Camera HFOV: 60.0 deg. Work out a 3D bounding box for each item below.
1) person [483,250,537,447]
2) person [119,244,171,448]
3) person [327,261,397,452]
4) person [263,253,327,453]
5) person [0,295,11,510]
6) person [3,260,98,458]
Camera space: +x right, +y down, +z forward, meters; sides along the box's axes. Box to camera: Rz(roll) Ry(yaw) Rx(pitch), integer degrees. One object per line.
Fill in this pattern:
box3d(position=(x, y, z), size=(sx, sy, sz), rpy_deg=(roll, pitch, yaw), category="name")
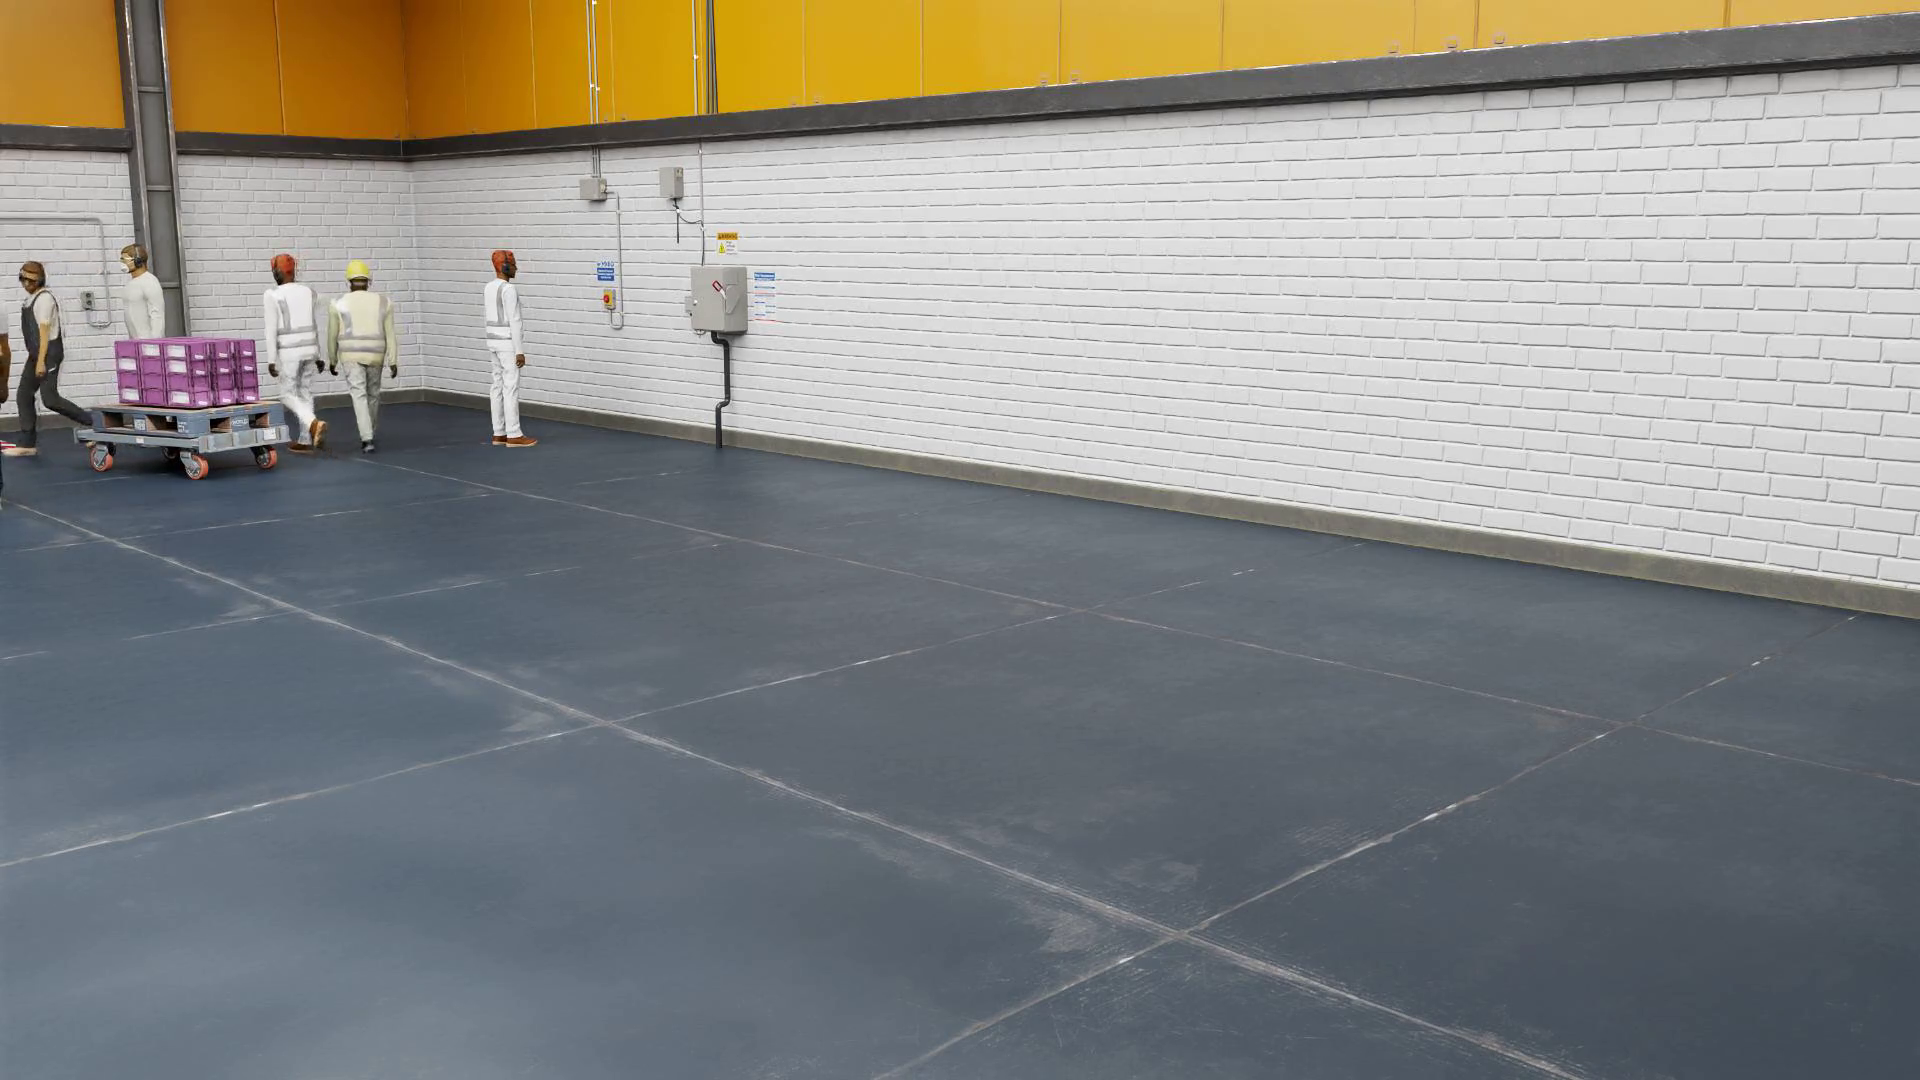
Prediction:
box3d(position=(-4.347, -1.831, 15.963), size=(0.355, 1.883, 0.575), rpy_deg=(-9, 14, -42), category="person")
box3d(position=(-7.822, -1.858, 15.951), size=(0.636, 1.938, 0.358), rpy_deg=(10, 14, 44), category="person")
box3d(position=(-5.643, -1.730, 15.704), size=(0.593, 1.789, 0.946), rpy_deg=(-7, 12, -32), category="person")
box3d(position=(-6.039, -1.690, 15.252), size=(0.651, 1.863, 0.601), rpy_deg=(7, 12, 33), category="person")
box3d(position=(-7.423, -1.251, 12.366), size=(0.680, 2.000, 0.842), rpy_deg=(-6, 12, -30), category="person")
box3d(position=(-8.373, -1.662, 15.283), size=(0.531, 1.807, 0.792), rpy_deg=(9, 14, 41), category="person")
